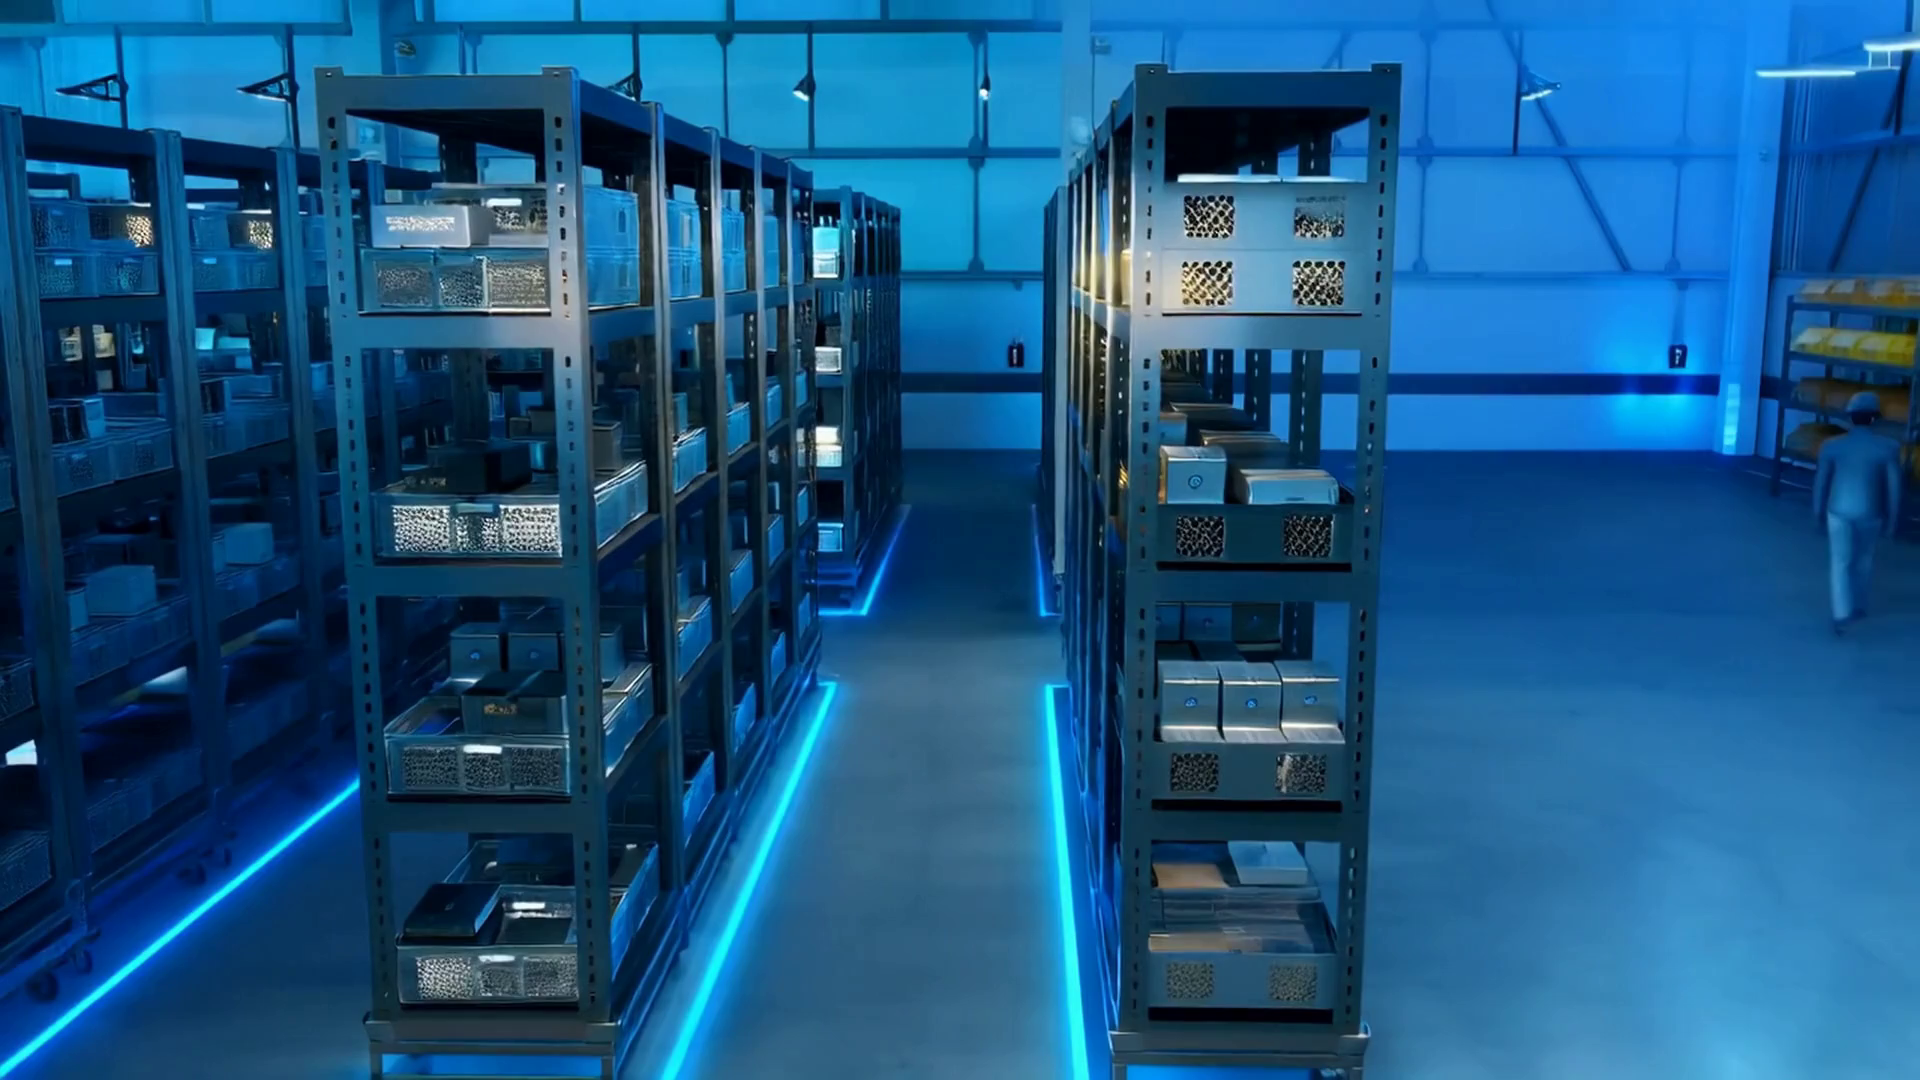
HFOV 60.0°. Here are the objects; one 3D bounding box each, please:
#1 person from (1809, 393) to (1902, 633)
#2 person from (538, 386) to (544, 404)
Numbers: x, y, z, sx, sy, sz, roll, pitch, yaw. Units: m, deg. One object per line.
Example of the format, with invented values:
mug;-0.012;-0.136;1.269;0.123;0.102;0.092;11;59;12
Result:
person;7.258;-0.227;13.523;0.632;1.939;1.016;4;10;21
person;-5.585;-1.756;22.806;0.425;1.819;0.627;-1;10;-8
